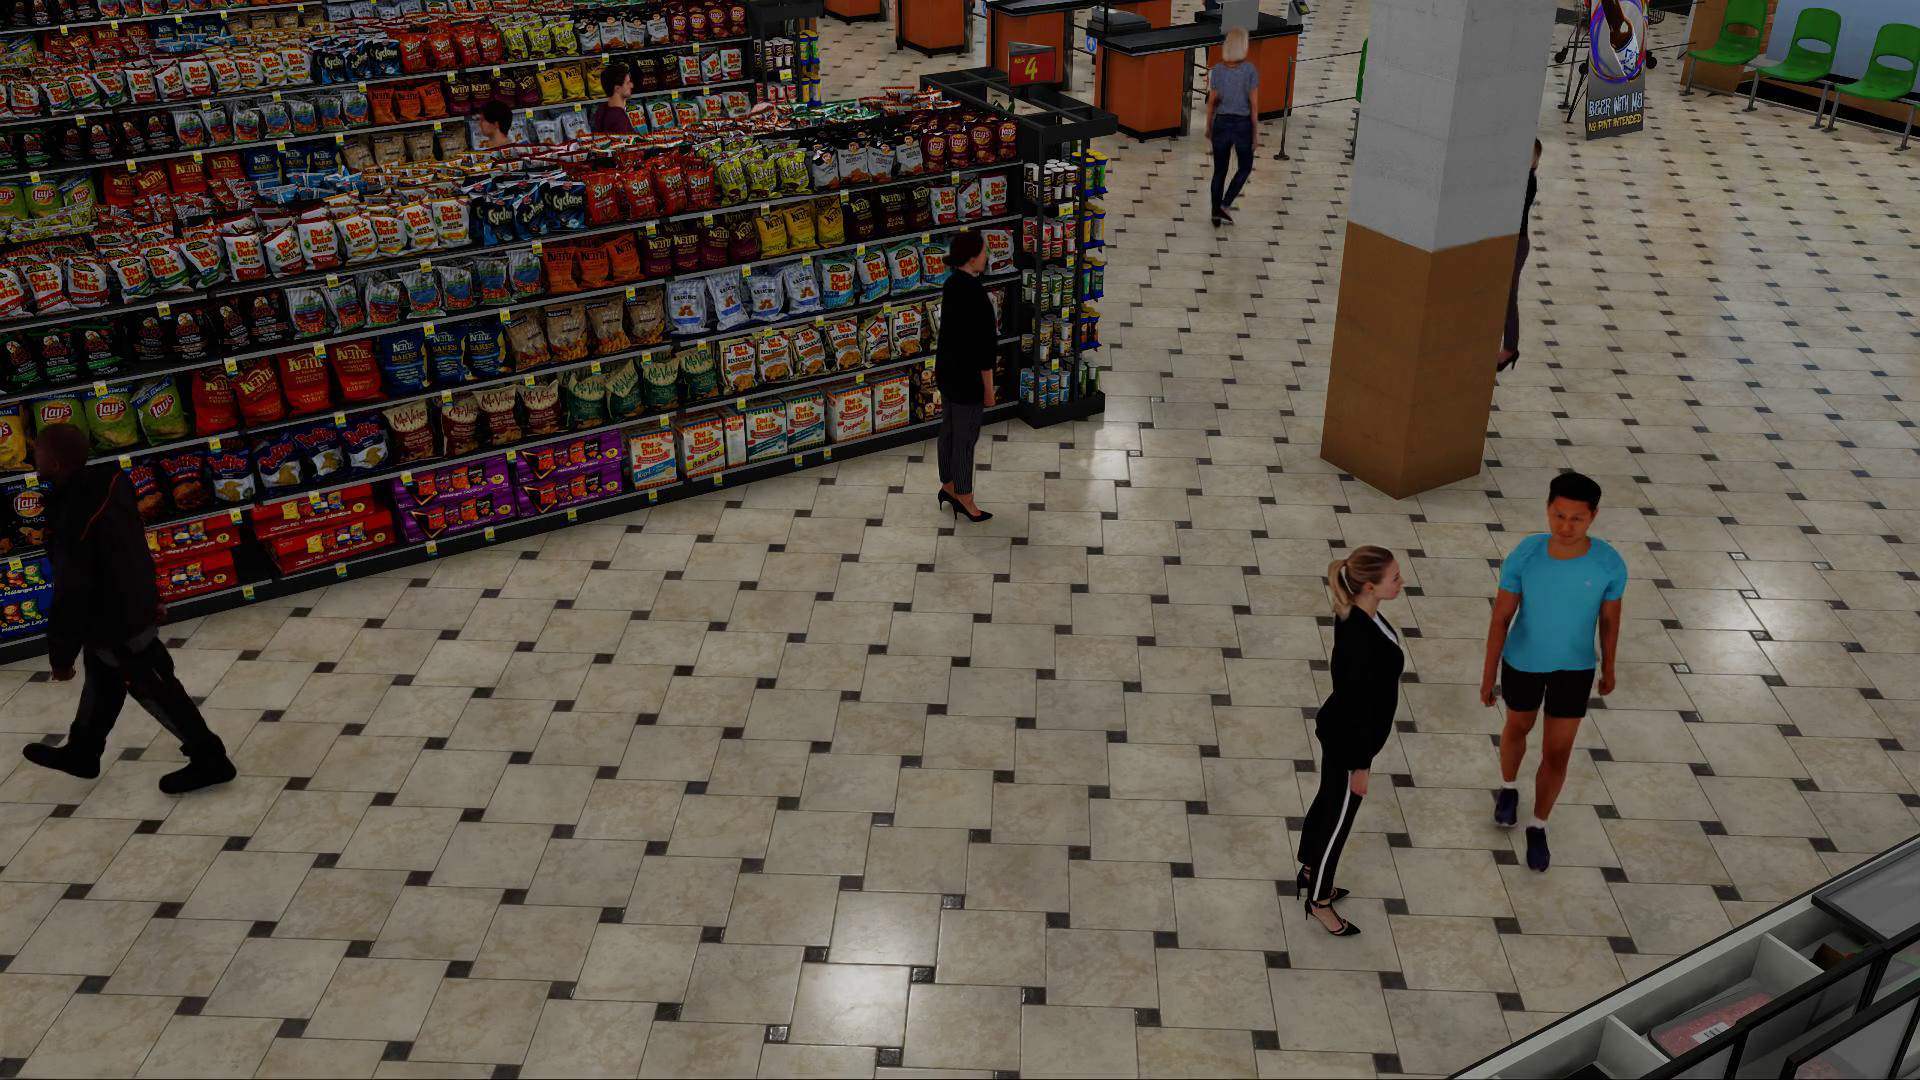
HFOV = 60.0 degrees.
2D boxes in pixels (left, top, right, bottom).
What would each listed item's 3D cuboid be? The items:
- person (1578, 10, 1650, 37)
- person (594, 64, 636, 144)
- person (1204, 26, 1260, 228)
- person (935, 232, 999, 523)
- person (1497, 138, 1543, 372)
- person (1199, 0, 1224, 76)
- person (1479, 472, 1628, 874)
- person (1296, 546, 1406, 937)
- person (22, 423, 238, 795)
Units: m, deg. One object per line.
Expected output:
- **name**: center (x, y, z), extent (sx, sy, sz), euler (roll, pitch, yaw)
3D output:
- **person**: center (8.410, -7.255, 21.121), extent (1.021, 1.696, 1.124), euler (15, 32, 26)
- **person**: center (-2.532, -2.636, 12.499), extent (0.524, 1.851, 0.663), euler (-17, 33, -28)
- **person**: center (2.320, -3.483, 14.196), extent (0.779, 1.713, 0.802), euler (9, 30, 17)
- **person**: center (0.017, -0.926, 9.507), extent (0.583, 1.718, 0.657), euler (-13, 31, -22)
- **person**: center (3.855, -1.930, 11.408), extent (0.785, 1.658, 0.724), euler (8, 30, 14)
- **person**: center (3.032, -6.307, 19.285), extent (0.666, 1.792, 0.720), euler (8, 30, 14)
- **person**: center (2.440, 0.473, 6.909), extent (0.909, 1.751, 0.973), euler (10, 30, 17)
- **person**: center (1.485, 0.774, 6.404), extent (0.719, 1.707, 0.698), euler (2, 29, 3)
- **person**: center (-3.498, 0.337, 7.115), extent (1.246, 1.793, 0.990), euler (-4, 29, -7)
